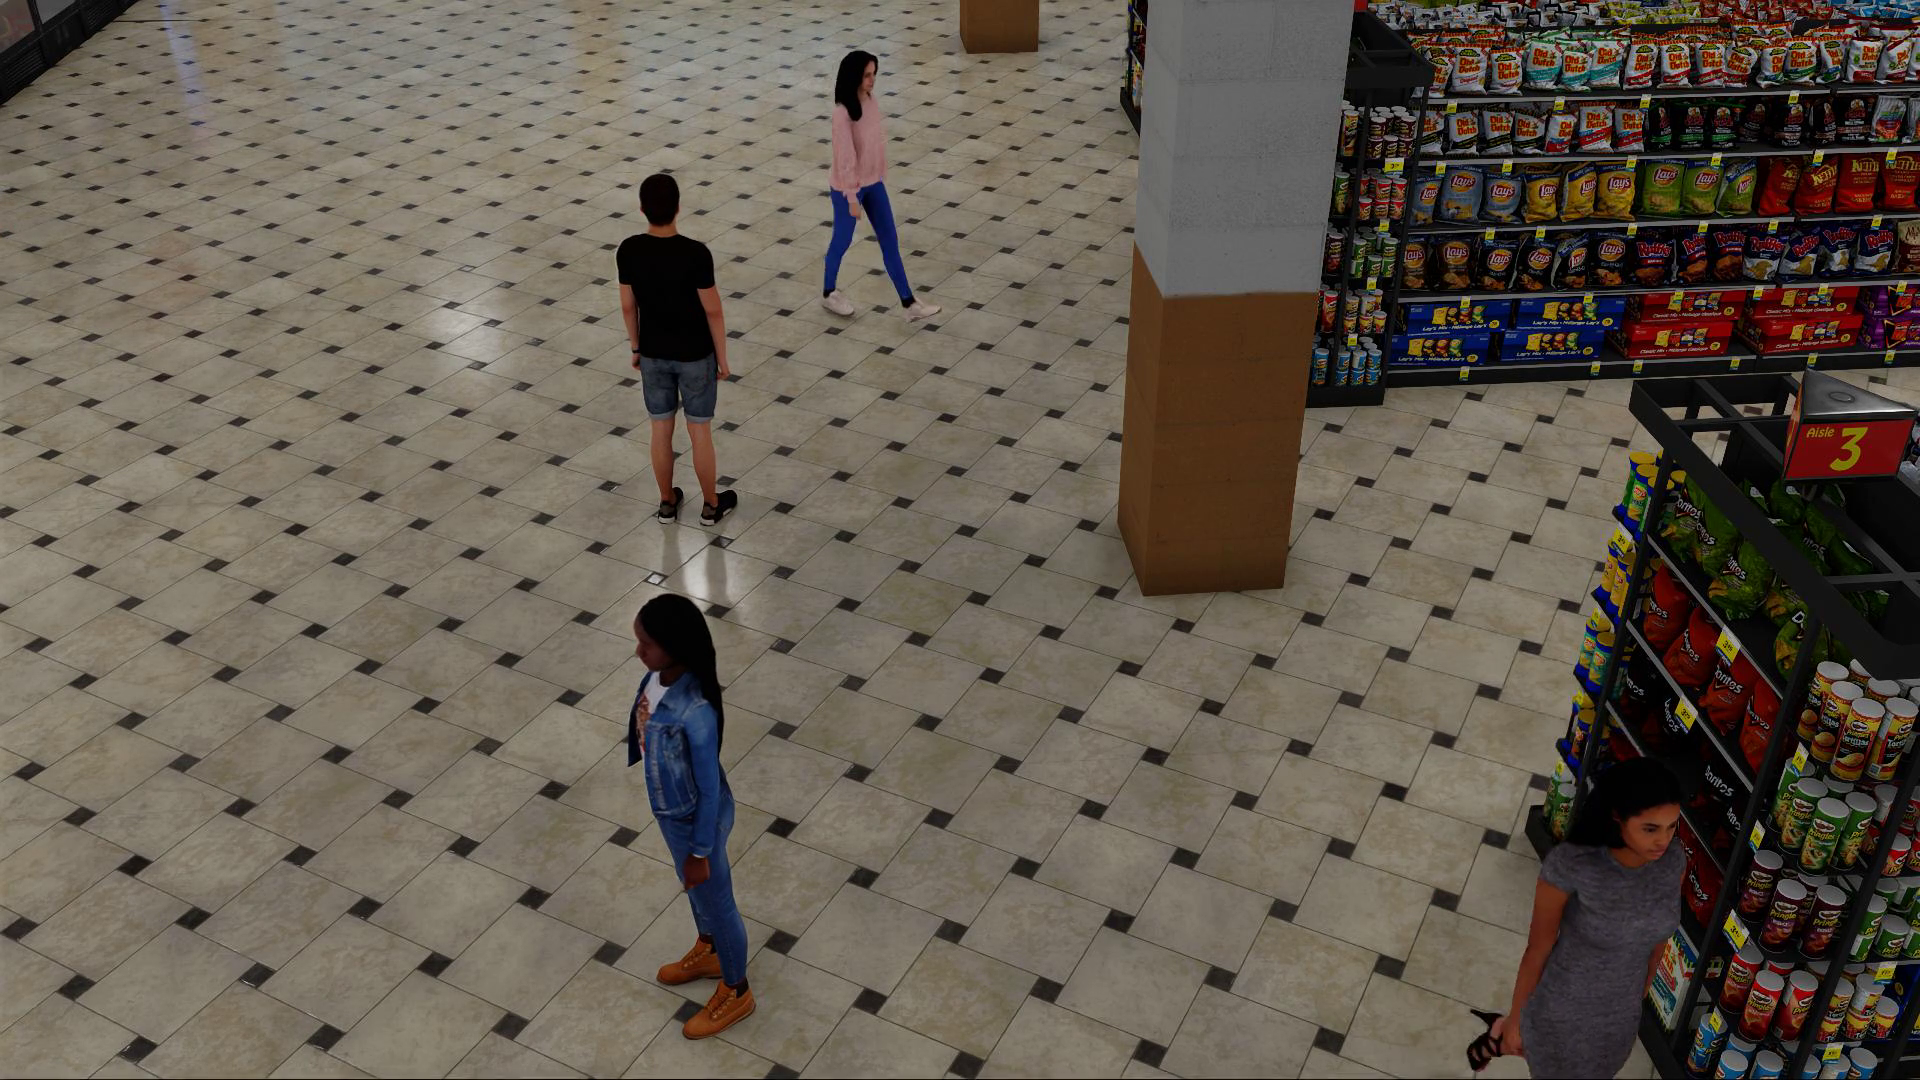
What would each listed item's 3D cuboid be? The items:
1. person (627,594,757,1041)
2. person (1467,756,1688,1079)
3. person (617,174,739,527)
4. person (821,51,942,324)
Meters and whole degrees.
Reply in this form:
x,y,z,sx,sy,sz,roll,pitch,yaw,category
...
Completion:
x,y,z,sx,sy,sz,roll,pitch,yaw,category
-0.866,0.893,5.418,0.626,1.715,0.664,-13,34,-20,person
1.720,1.278,4.757,0.926,1.760,0.705,-6,32,-9,person
-1.406,-0.917,8.204,0.574,1.844,0.761,4,32,7,person
-0.717,-2.167,10.329,1.198,1.721,1.087,19,37,28,person
